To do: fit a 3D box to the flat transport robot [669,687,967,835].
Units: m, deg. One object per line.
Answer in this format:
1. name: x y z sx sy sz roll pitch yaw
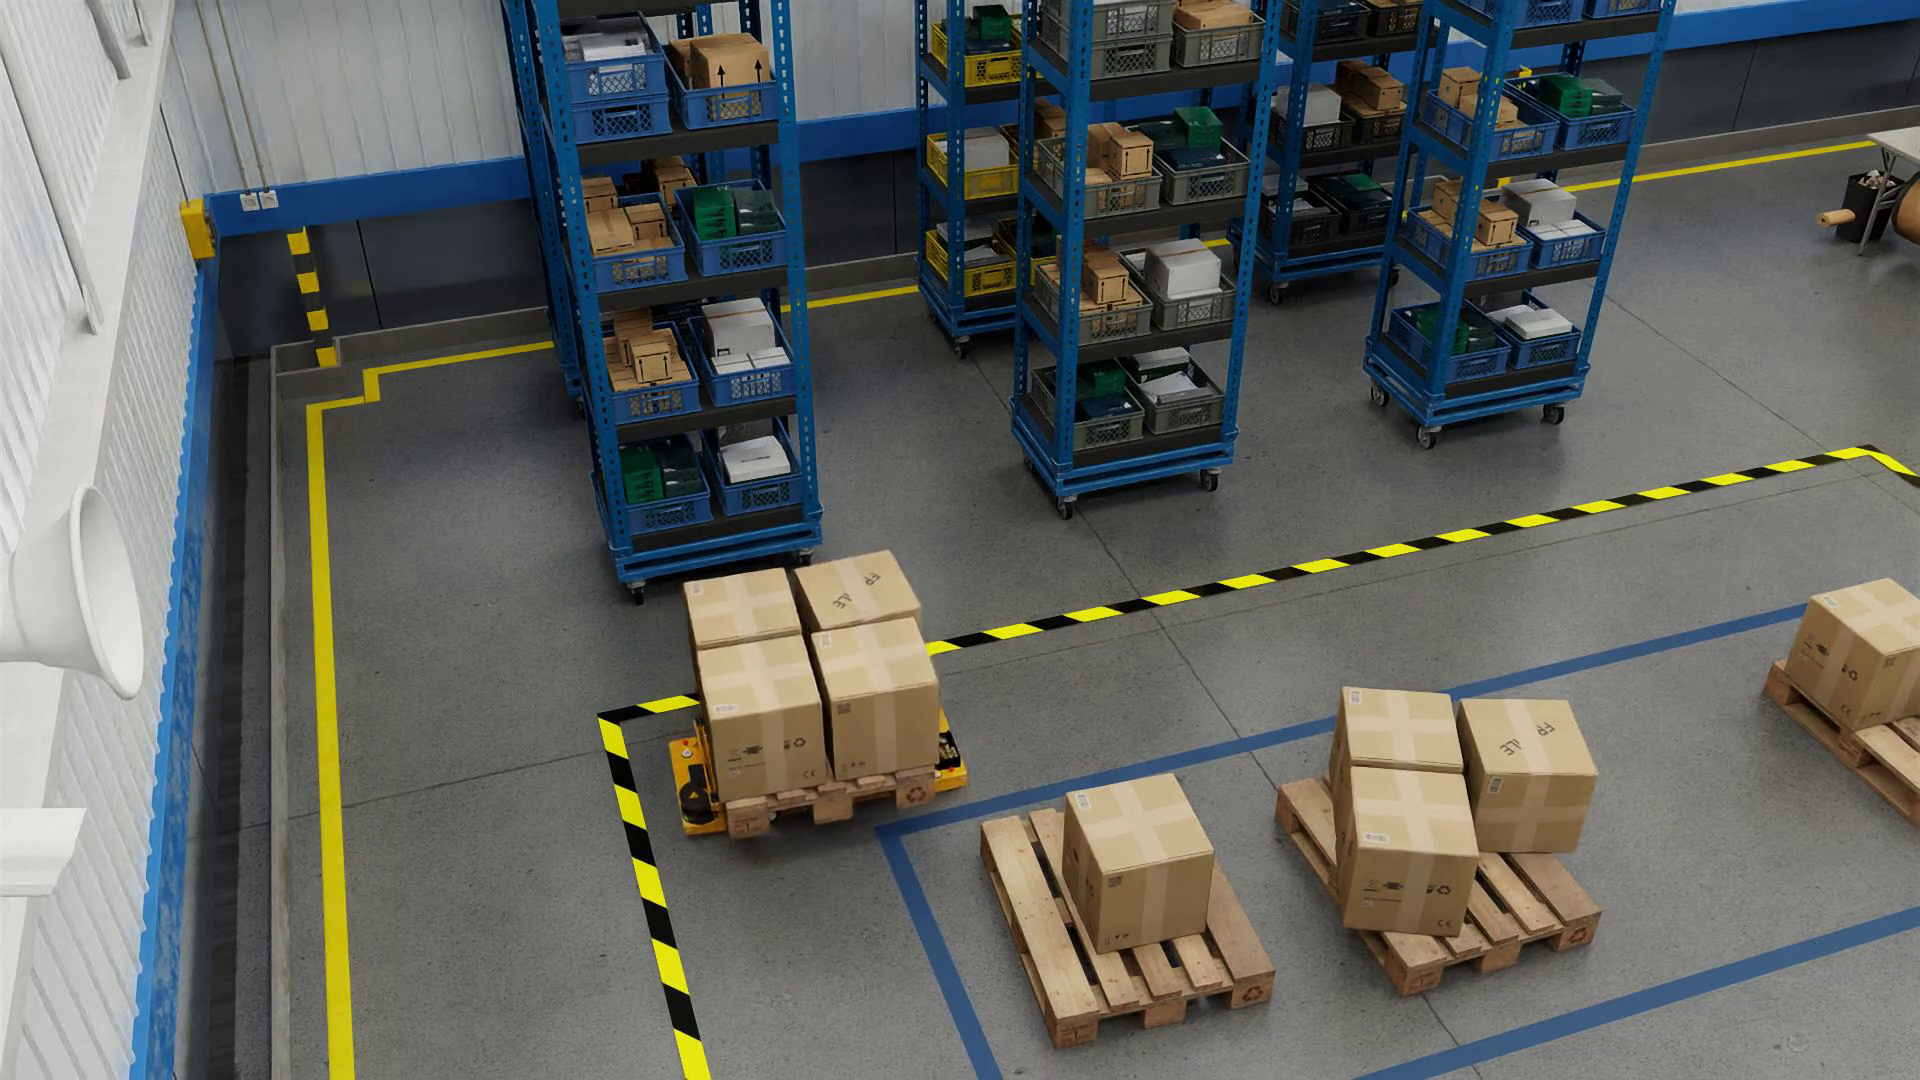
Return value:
1. flat transport robot: -0.735 1.092 8.483 1.431 0.197 0.652 -9 36 -12
